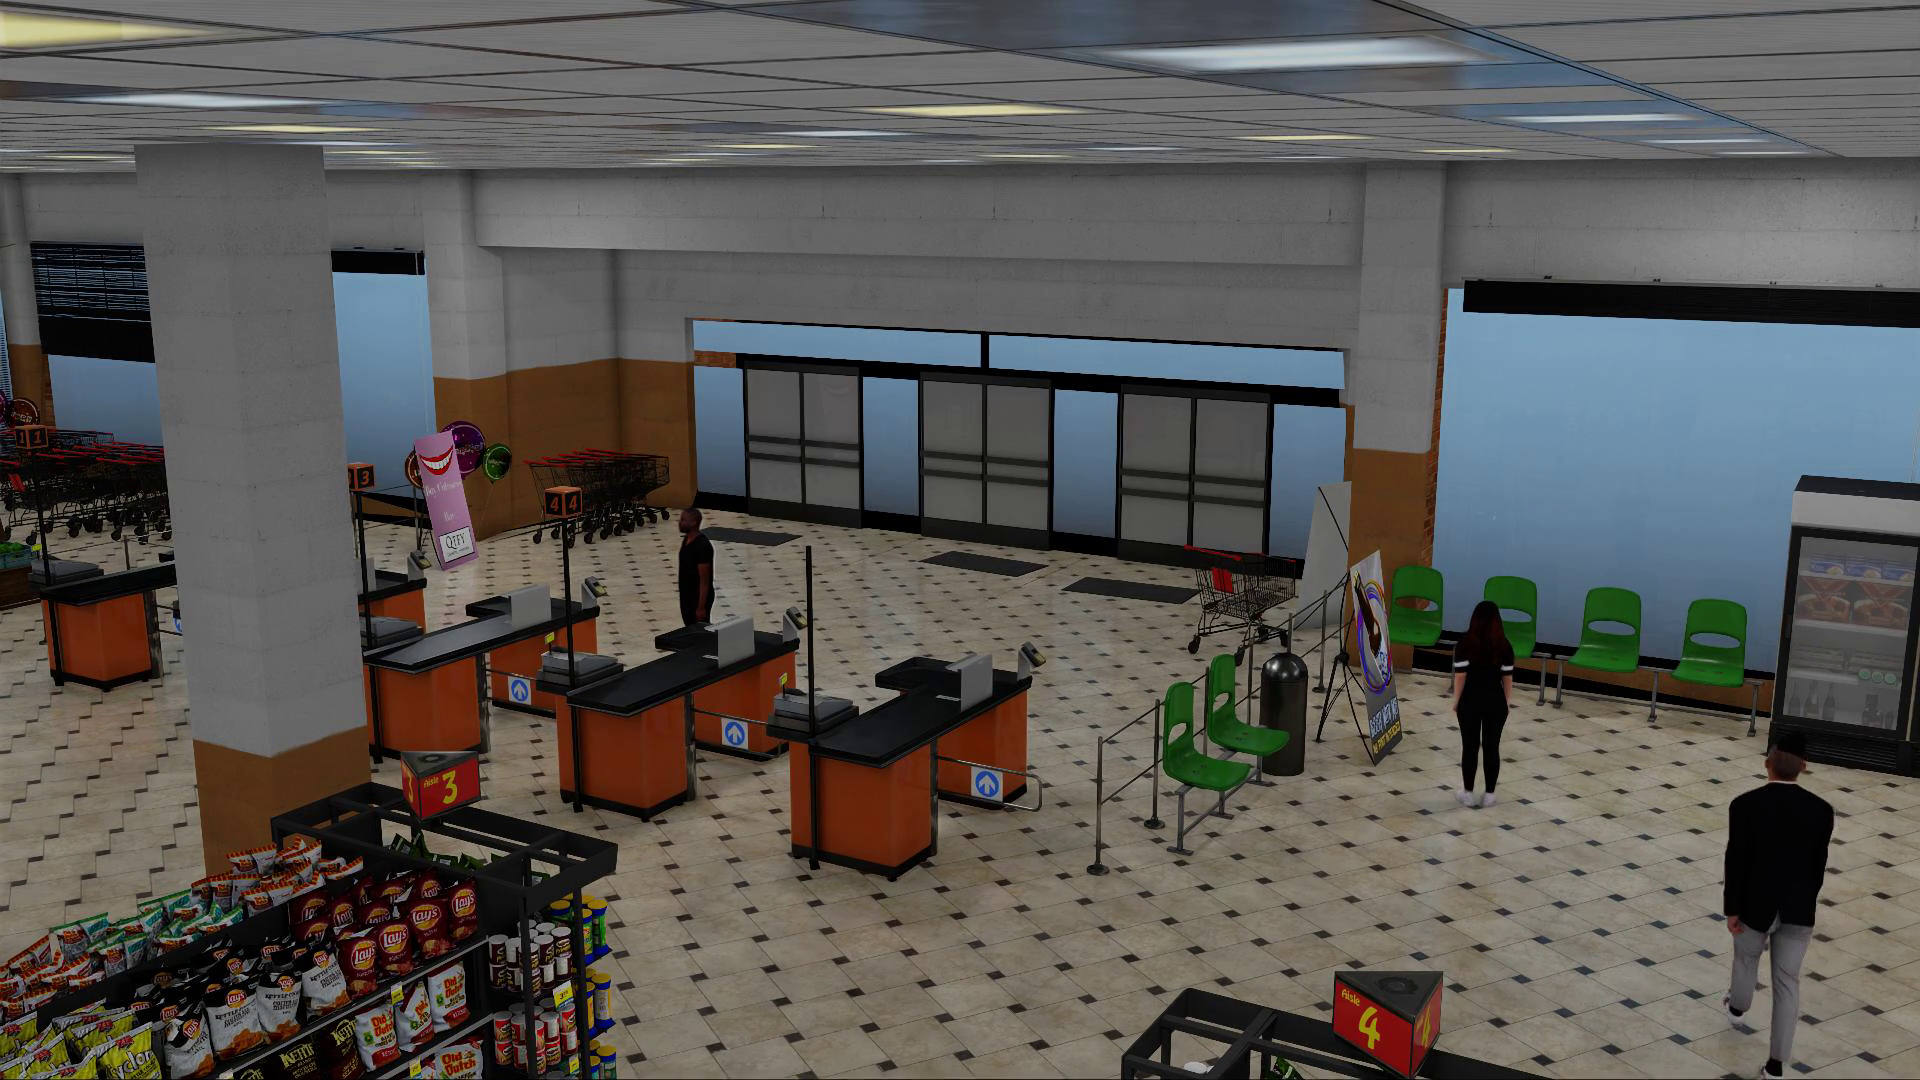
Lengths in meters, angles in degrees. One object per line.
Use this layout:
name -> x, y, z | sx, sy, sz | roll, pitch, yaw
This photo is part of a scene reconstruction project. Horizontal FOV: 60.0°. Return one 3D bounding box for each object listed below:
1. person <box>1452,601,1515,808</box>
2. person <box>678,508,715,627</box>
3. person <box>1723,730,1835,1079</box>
person -> 4.061, 1.268, 12.950 | 0.691, 1.638, 0.701 | 2, 12, 8
person -> -2.495, 0.584, 15.762 | 0.740, 1.819, 0.745 | -6, 13, -28
person -> 4.390, 1.994, 8.888 | 0.902, 1.892, 1.305 | 3, 12, 16
